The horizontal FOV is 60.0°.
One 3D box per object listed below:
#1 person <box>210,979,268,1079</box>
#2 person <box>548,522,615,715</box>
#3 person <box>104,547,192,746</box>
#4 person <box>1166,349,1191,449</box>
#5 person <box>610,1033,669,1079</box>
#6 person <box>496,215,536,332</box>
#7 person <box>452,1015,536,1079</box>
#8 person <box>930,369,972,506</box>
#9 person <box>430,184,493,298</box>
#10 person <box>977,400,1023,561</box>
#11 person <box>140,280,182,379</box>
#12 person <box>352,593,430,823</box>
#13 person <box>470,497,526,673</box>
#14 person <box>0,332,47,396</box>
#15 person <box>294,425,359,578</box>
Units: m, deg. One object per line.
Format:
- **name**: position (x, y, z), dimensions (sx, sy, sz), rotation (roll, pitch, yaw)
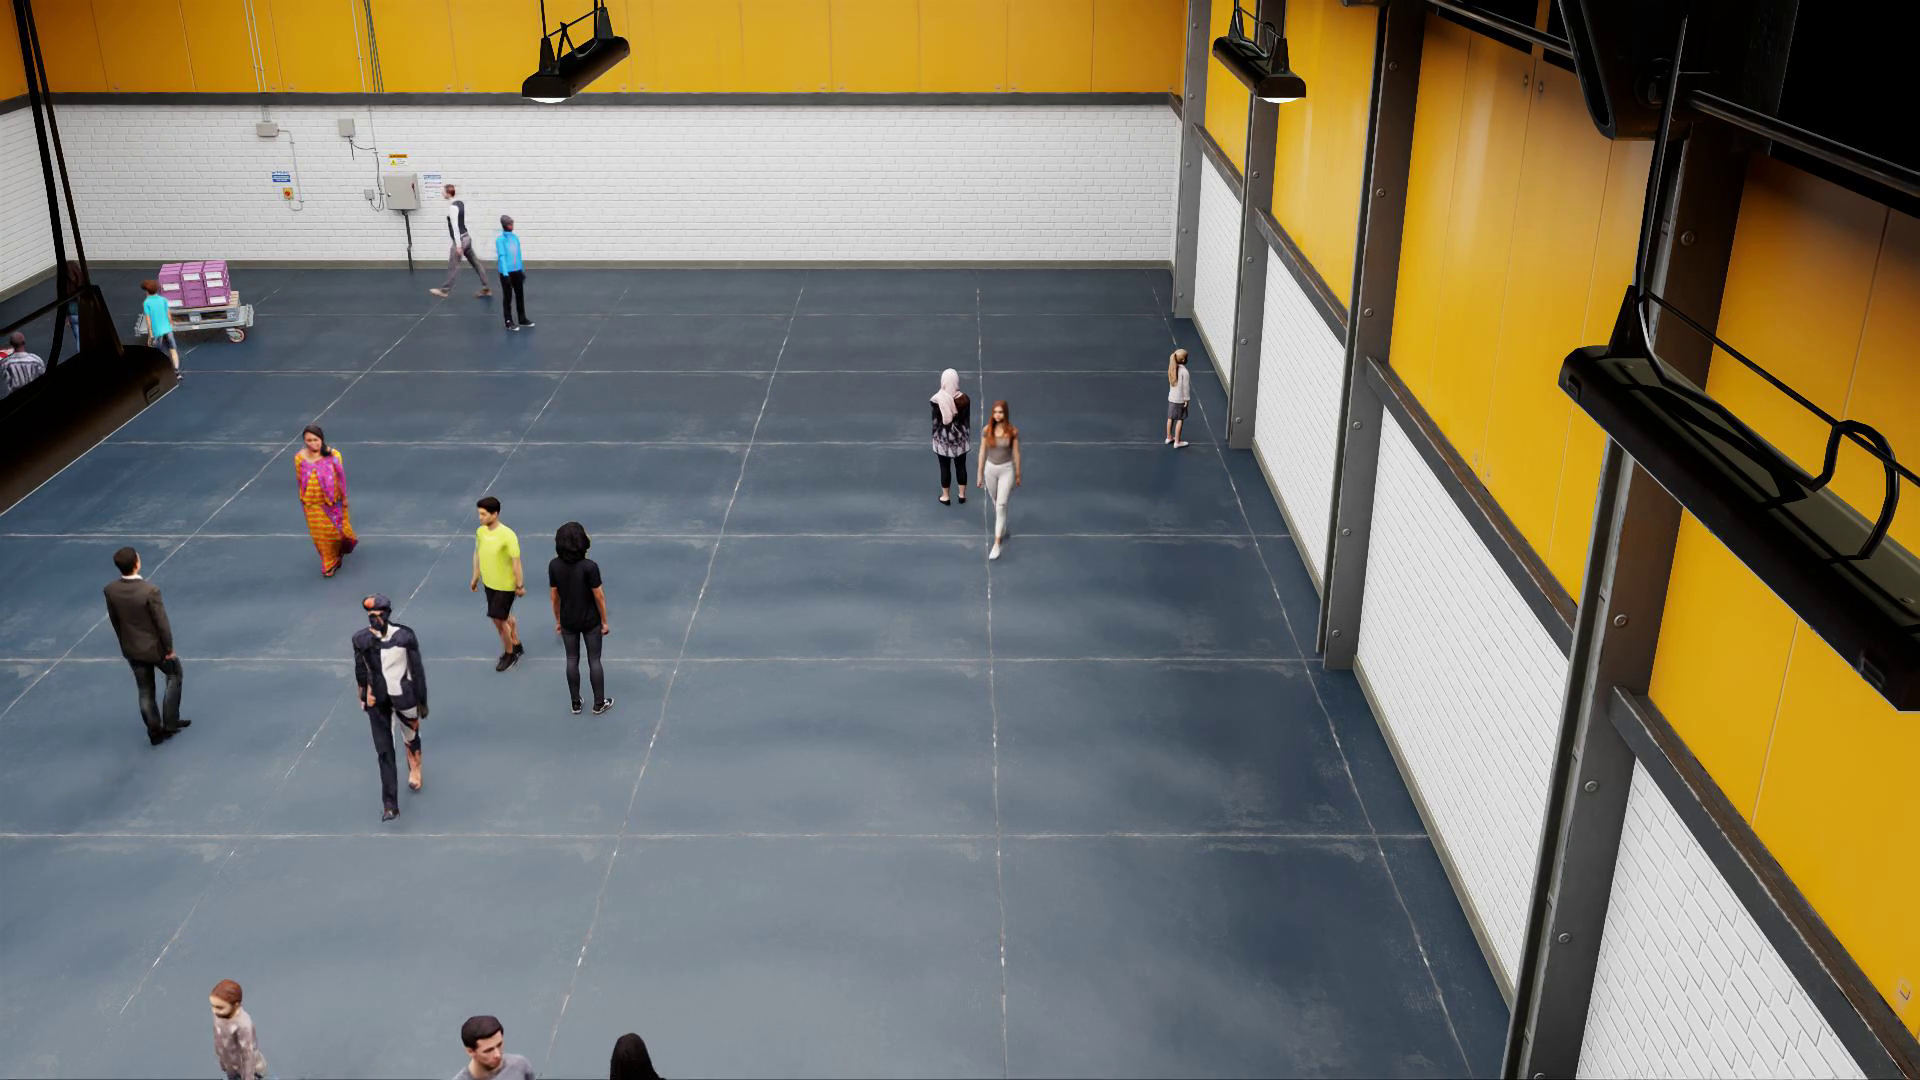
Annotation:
- **person**: position (-4.271, 3.120, 9.987), dimensions (0.586, 1.187, 0.644), rotation (13, 27, 27)
- **person**: position (-3.374, 0.689, 14.738), dimensions (0.662, 1.835, 0.557), rotation (3, 24, 6)
- **person**: position (-7.006, 0.942, 14.216), dimensions (0.722, 1.790, 0.660), rotation (2, 24, 4)
- **person**: position (2.776, -1.821, 21.180), dimensions (0.654, 1.275, 0.581), rotation (-15, 28, -30)
- **person**: position (-1.674, 3.371, 8.851), dimensions (0.735, 1.636, 0.773), rotation (-6, 24, -14)
- **person**: position (-7.026, -4.172, 25.909), dimensions (0.789, 1.795, 0.701), rotation (15, 28, 30)
- **person**: position (-2.454, 3.257, 8.837), dimensions (1.034, 1.857, 1.131), rotation (-18, 30, -36)
- **person**: position (-0.099, -1.198, 19.302), dimensions (0.687, 1.637, 0.684), rotation (-6, 24, -13)
- **person**: position (-8.145, -4.902, 27.463), dimensions (0.782, 1.888, 1.125), rotation (2, 24, 4)
- **person**: position (0.450, -0.721, 18.156), dimensions (0.835, 1.682, 1.207), rotation (7, 24, 15)
- **person**: position (-11.324, -2.979, 23.646), dimensions (0.904, 1.421, 0.885), rotation (18, 29, 35)
- **person**: position (-4.545, 1.263, 13.419), dimensions (0.844, 1.840, 1.220), rotation (-4, 24, -9)
- **person**: position (-4.284, 0.357, 15.678), dimensions (0.793, 1.691, 0.849), rotation (17, 29, 34)
- **person**: position (-11.190, -1.613, 20.110), dimensions (0.732, 1.751, 1.074), rotation (-4, 24, -9)
- **person**: position (-6.714, -0.467, 17.591), dimensions (0.743, 1.669, 0.943), rotation (-4, 24, -10)
